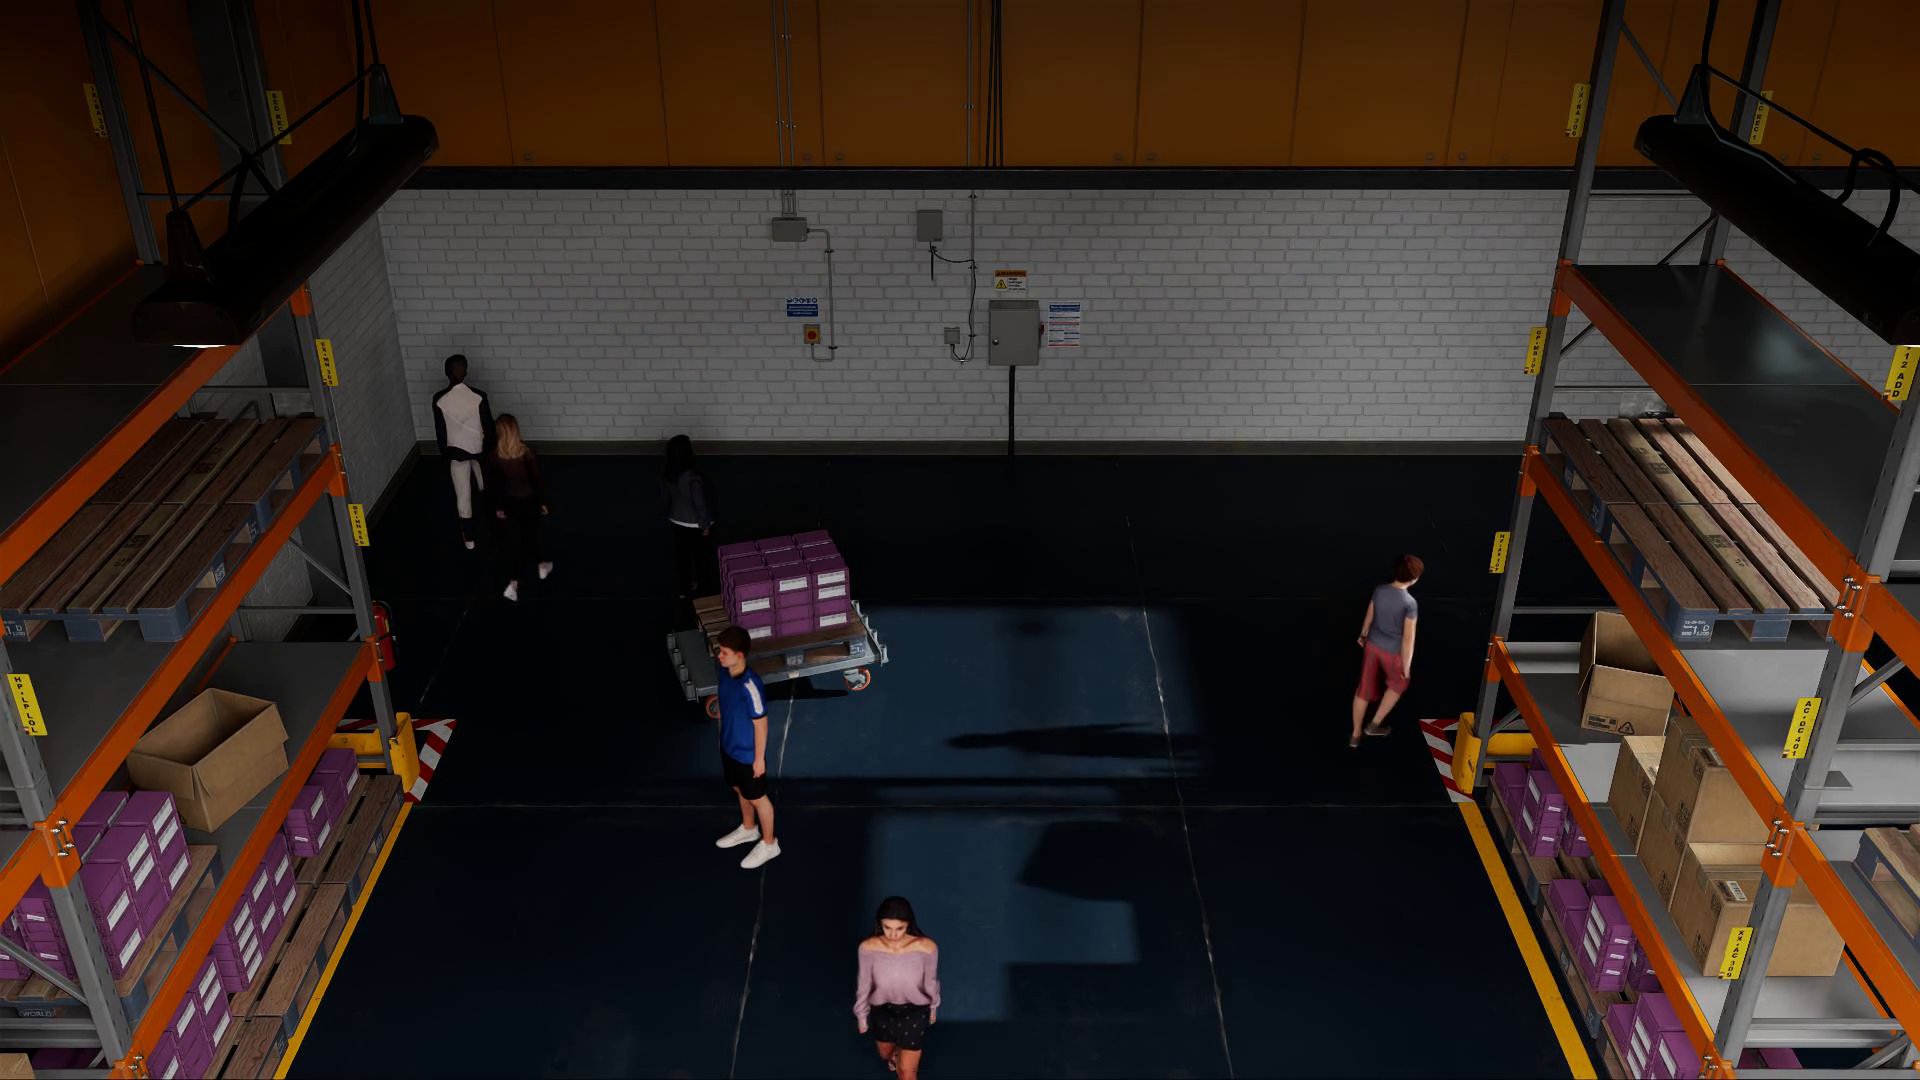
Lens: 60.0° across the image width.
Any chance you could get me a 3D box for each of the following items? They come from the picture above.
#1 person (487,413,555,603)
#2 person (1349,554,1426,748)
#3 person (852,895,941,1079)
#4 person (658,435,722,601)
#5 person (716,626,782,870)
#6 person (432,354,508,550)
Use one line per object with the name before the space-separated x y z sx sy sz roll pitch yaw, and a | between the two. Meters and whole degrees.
person | -3.877 -0.251 14.564 0.799 1.665 1.152 8 30 14
person | 3.170 0.884 12.521 0.855 1.630 0.922 25 37 38
person | -0.334 2.587 9.246 0.657 1.776 0.932 3 29 5
person | -2.357 -0.187 14.520 0.800 1.597 0.839 19 34 31
person | -1.465 1.390 11.348 0.813 1.865 0.730 -21 35 -34
person | -4.538 -0.814 15.360 0.737 1.892 0.667 -6 29 -12
